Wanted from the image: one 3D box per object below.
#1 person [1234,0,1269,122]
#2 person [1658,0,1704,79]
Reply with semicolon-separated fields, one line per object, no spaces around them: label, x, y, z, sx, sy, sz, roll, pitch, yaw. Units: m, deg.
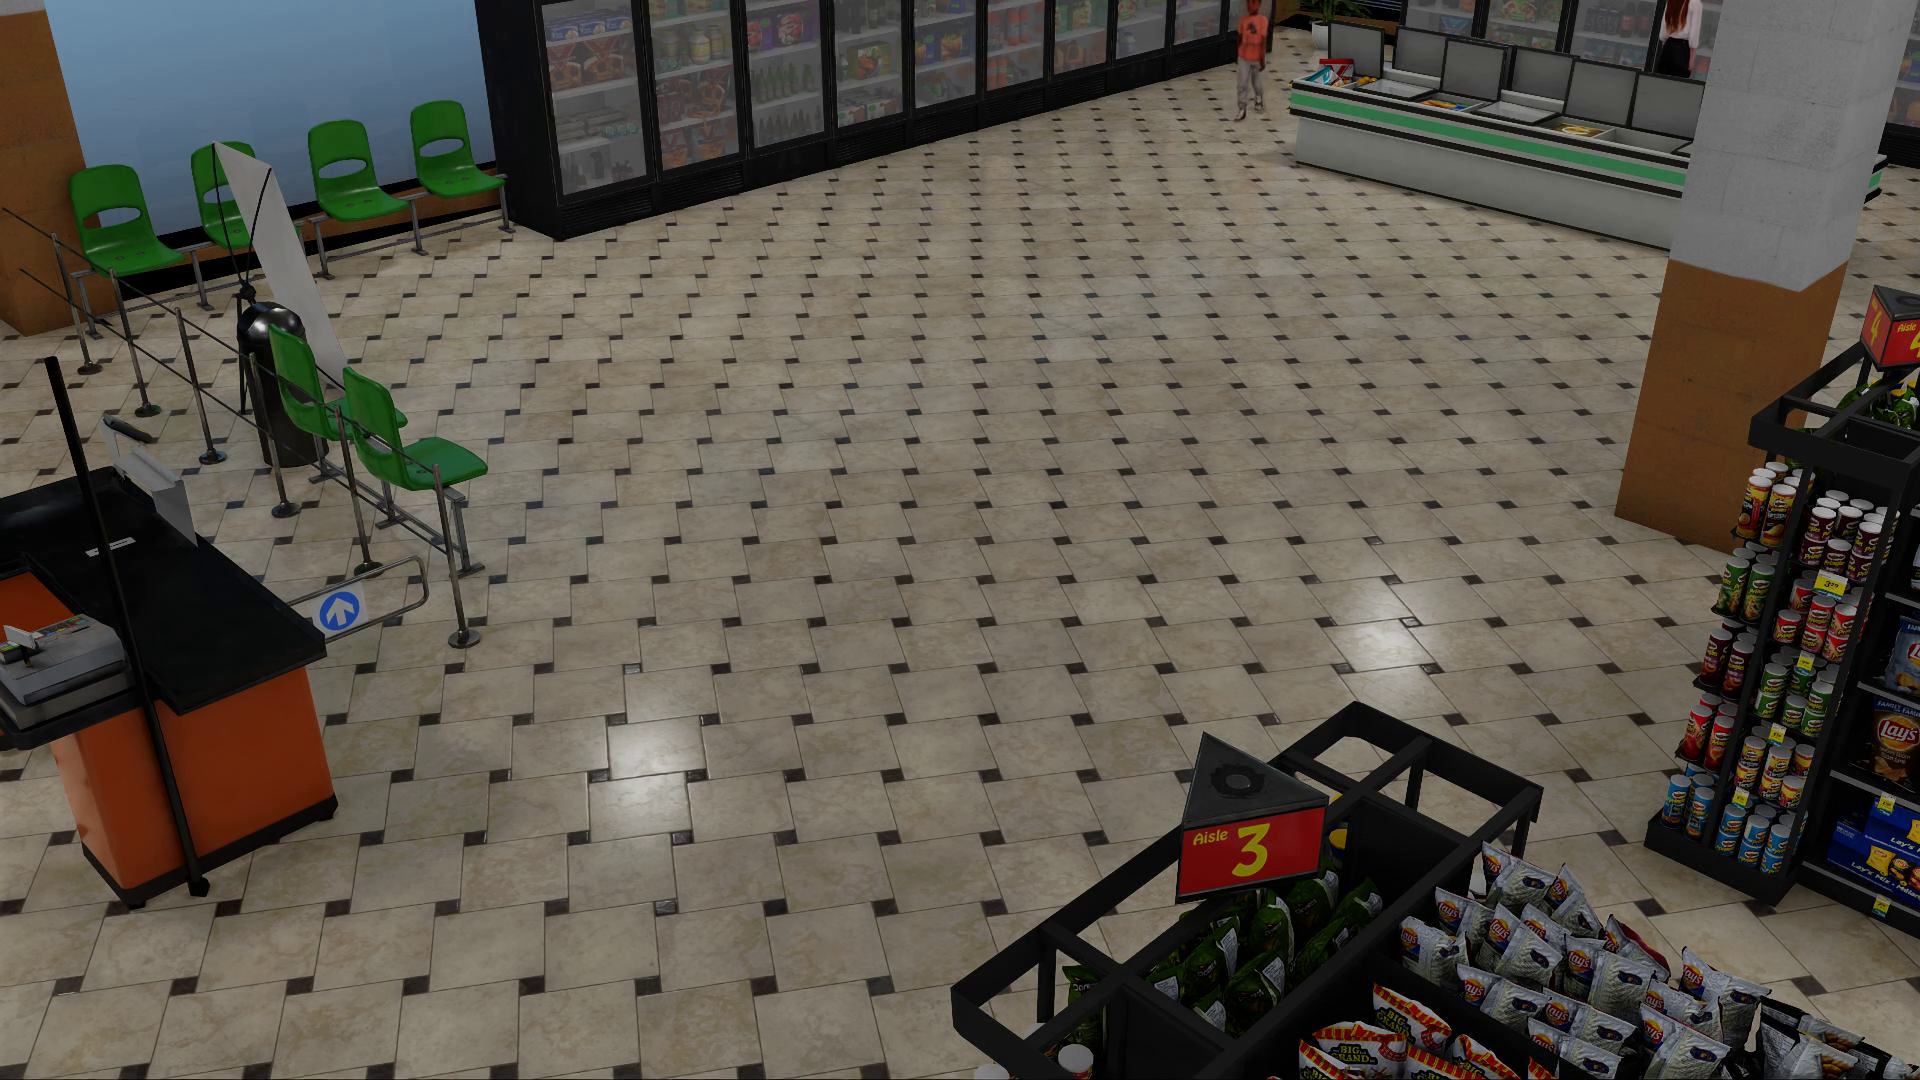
person;3.058;-5.053;17.343;0.803;1.298;0.721;12;31;22
person;6.974;-4.691;16.197;0.719;1.760;0.556;-12;31;-21
